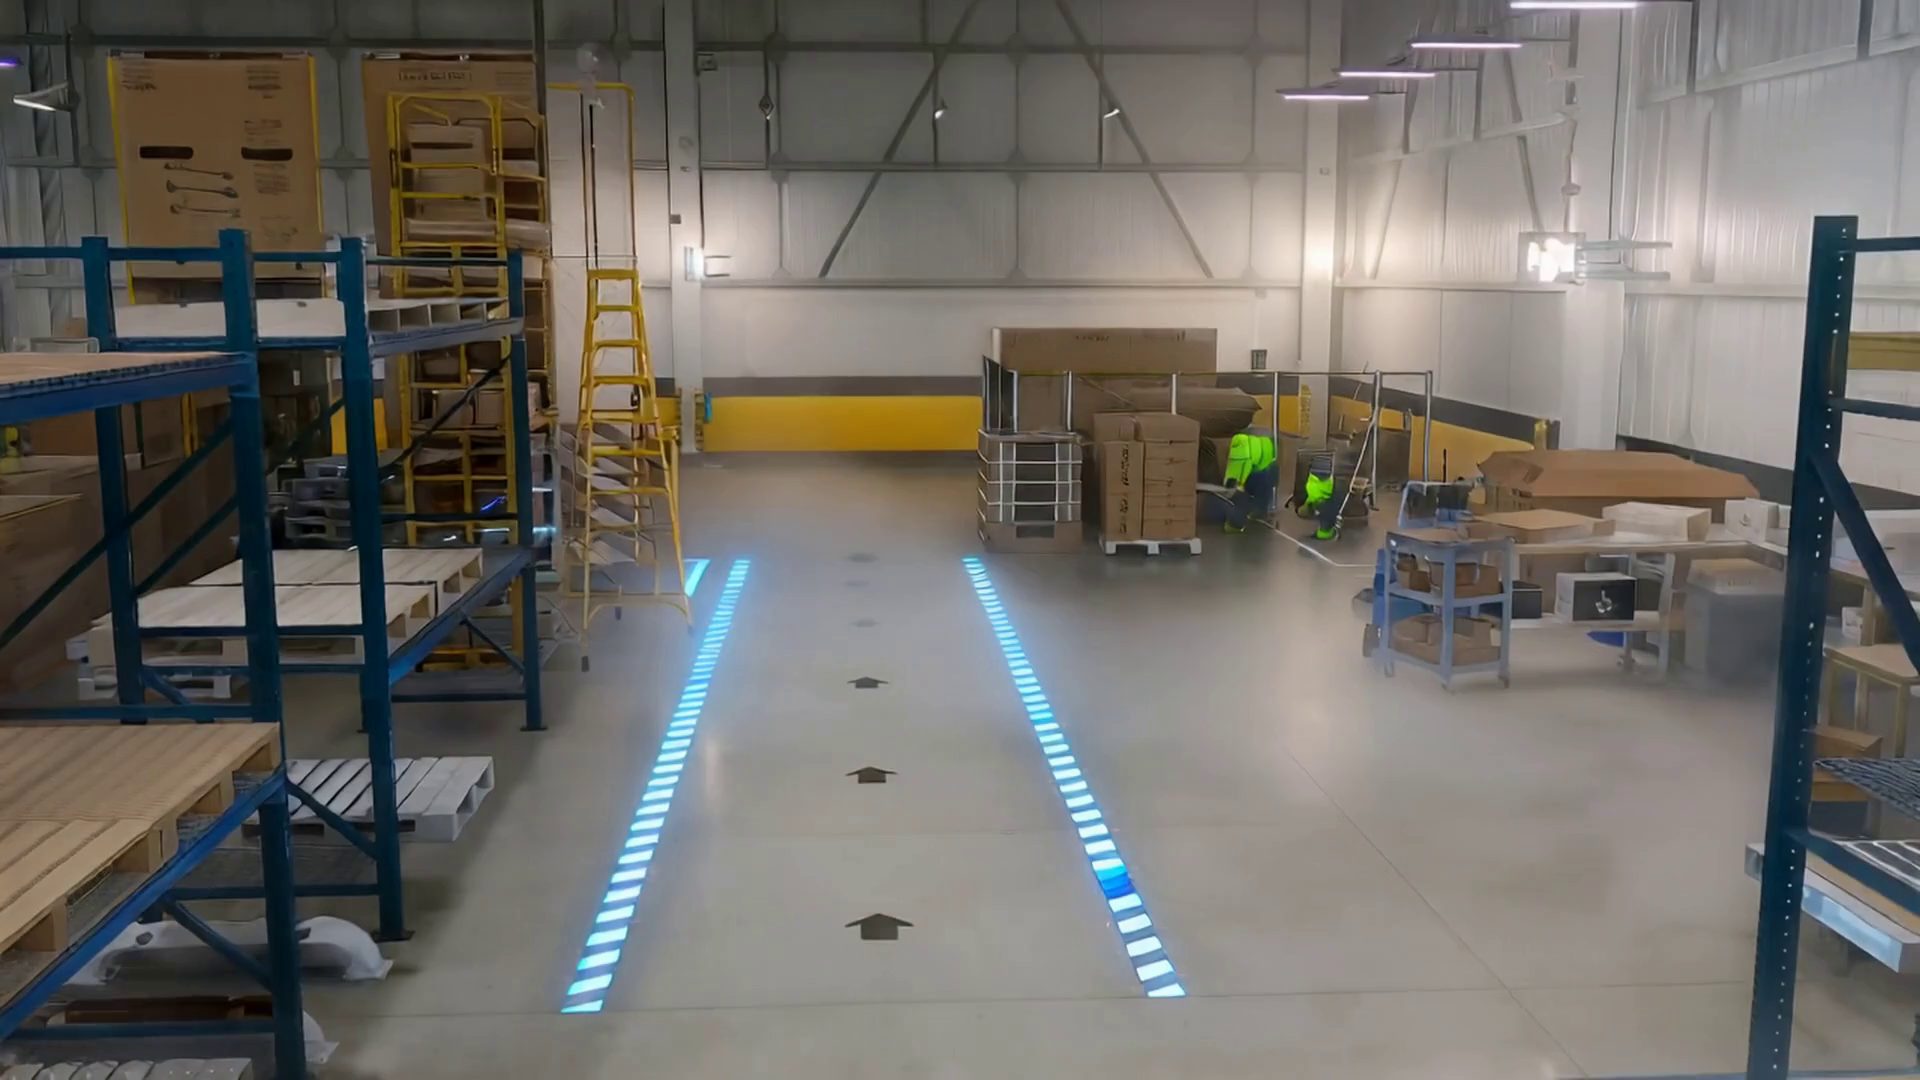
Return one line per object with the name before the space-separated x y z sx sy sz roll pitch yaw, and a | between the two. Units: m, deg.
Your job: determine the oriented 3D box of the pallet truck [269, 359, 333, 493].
pallet truck | -7.062 -1.131 18.996 1.885 1.965 0.823 2 9 13
